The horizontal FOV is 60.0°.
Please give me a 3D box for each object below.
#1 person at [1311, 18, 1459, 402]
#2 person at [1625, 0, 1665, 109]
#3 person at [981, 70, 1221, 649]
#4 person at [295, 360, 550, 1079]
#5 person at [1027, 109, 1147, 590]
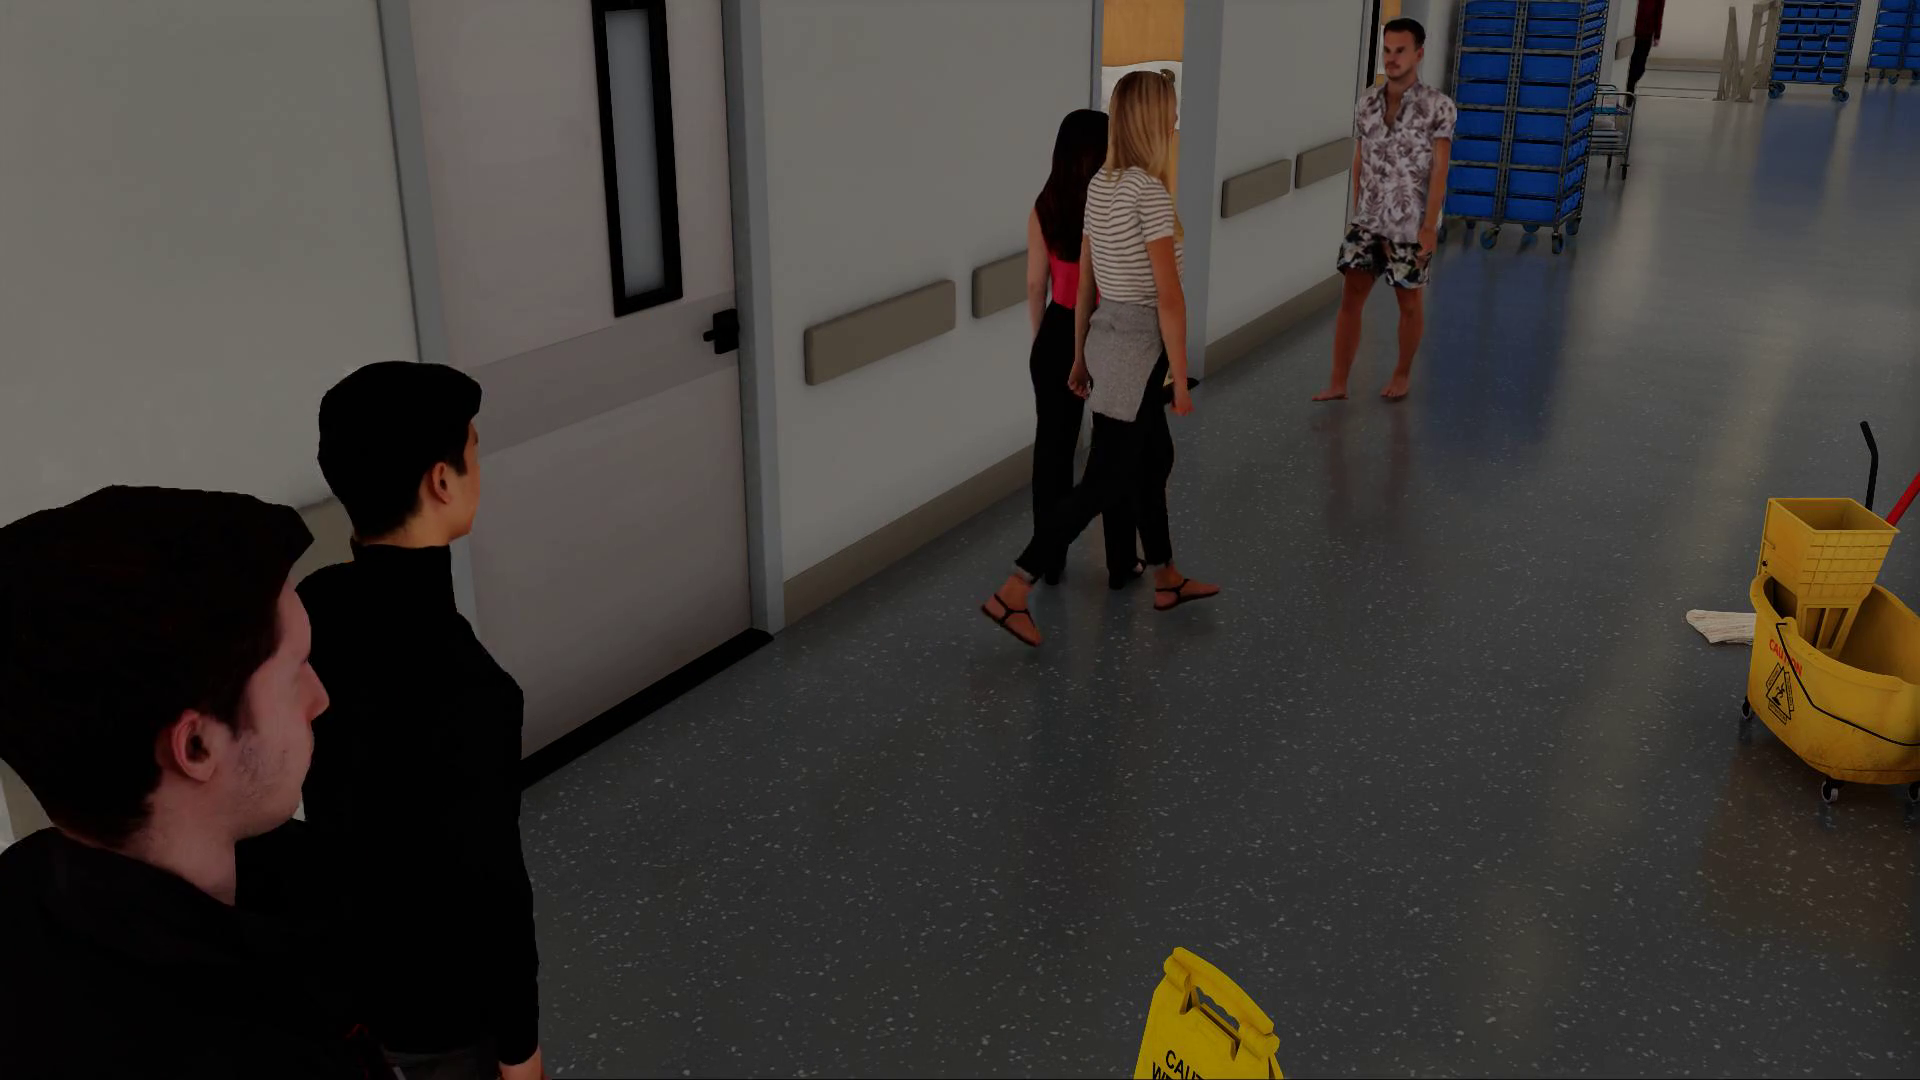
[{"bbox_3d":[2.127,-1.550,7.975,0.747,1.789,0.977,14,25,33],"label":"person"},{"bbox_3d":[8.219,-6.083,20.186,0.705,1.617,0.968,7,22,18],"label":"person"},{"bbox_3d":[0.439,-0.504,5.215,1.251,1.788,1.046,-10,23,-24],"label":"person"},{"bbox_3d":[-0.823,0.603,2.400,0.691,1.711,0.725,-17,27,-38],"label":"person"},{"bbox_3d":[0.447,-0.642,5.760,0.629,1.658,0.578,7,22,17],"label":"person"}]
